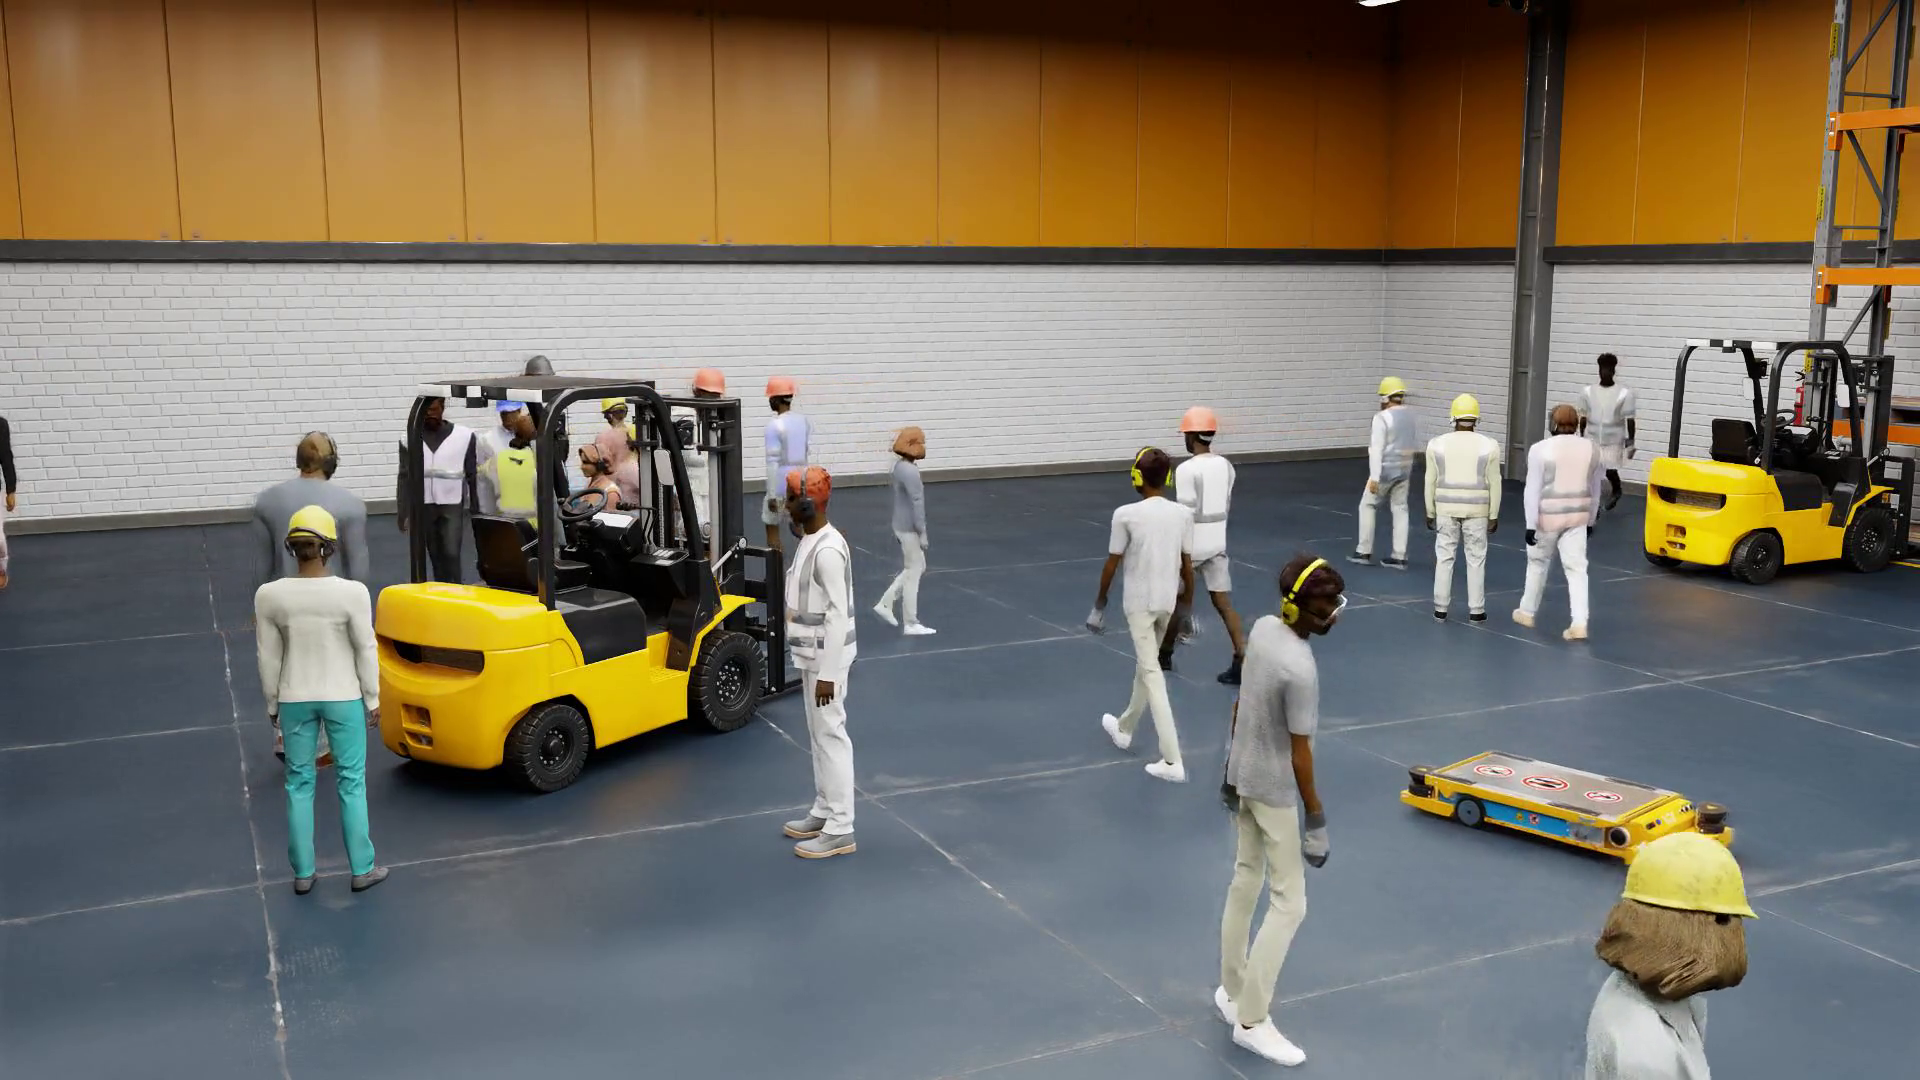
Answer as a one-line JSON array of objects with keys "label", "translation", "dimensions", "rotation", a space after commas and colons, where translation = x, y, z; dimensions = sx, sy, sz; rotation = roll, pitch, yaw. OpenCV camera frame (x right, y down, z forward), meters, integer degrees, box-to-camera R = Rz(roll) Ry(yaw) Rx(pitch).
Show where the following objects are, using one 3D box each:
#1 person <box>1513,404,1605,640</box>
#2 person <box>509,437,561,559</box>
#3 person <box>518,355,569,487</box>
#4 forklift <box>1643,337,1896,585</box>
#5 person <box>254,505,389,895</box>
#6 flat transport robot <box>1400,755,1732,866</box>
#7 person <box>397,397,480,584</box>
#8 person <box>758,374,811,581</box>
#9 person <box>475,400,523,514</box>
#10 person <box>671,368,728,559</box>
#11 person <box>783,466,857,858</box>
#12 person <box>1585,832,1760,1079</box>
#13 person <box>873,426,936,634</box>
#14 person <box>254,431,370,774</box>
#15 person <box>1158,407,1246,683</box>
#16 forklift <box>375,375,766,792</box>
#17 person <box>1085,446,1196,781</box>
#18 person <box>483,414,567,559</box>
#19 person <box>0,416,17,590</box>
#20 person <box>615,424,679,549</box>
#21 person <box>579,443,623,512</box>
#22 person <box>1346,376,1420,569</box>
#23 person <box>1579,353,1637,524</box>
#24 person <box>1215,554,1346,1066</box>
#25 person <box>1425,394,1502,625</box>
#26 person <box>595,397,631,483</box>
[{"label": "person", "translation": [4.624, -0.149, 12.798], "dimensions": [0.644, 1.793, 0.976], "rotation": [-1, 9, -5]}, {"label": "person", "translation": [-3.088, 0.073, 11.819], "dimensions": [0.876, 1.644, 0.540], "rotation": [-6, 11, -34]}, {"label": "person", "translation": [-4.161, -0.852, 16.370], "dimensions": [1.019, 2.000, 0.689], "rotation": [4, 10, 24]}, {"label": "forklift", "translation": [7.551, -0.789, 15.507], "dimensions": [2.313, 2.155, 1.214], "rotation": [-4, 10, -25]}, {"label": "person", "translation": [-2.866, 0.722, 7.480], "dimensions": [0.522, 1.761, 0.321], "rotation": [-1, 9, -4]}, {"label": "flat transport robot", "translation": [3.009, 1.326, 8.334], "dimensions": [0.652, 0.197, 1.431], "rotation": [-8, 12, -42]}, {"label": "person", "translation": [-4.106, -0.242, 13.027], "dimensions": [0.621, 1.890, 0.720], "rotation": [0, 9, -1]}, {"label": "person", "translation": [-1.466, -0.475, 14.411], "dimensions": [0.763, 1.920, 0.558], "rotation": [7, 11, 36]}, {"label": "person", "translation": [-3.504, -0.280, 13.190], "dimensions": [0.638, 1.922, 0.650], "rotation": [-1, 9, -9]}, {"label": "person", "translation": [-2.124, -0.422, 13.804], "dimensions": [0.639, 2.009, 0.546], "rotation": [-5, 10, -28]}, {"label": "person", "translation": [-0.674, 0.577, 7.987], "dimensions": [0.349, 1.882, 0.577], "rotation": [-2, 9, -13]}, {"label": "person", "translation": [1.402, 1.426, 3.245], "dimensions": [0.768, 1.701, 0.506], "rotation": [3, 10, 20]}, {"label": "person", "translation": [-0.393, -0.066, 12.791], "dimensions": [0.368, 1.623, 0.512], "rotation": [-2, 9, -12]}, {"label": "person", "translation": [-3.590, 0.353, 9.275], "dimensions": [0.632, 1.916, 0.426], "rotation": [2, 9, 12]}, {"label": "person", "translation": [1.672, 0.032, 11.387], "dimensions": [0.562, 1.890, 1.005], "rotation": [-7, 11, -37]}, {"label": "forklift", "translation": [-2.268, 0.149, 9.685], "dimensions": [1.214, 2.155, 2.313], "rotation": [6, 11, 32]}, {"label": "person", "translation": [1.007, 0.385, 9.369], "dimensions": [0.538, 1.819, 0.961], "rotation": [-5, 10, -28]}, {"label": "person", "translation": [-3.061, 0.018, 11.718], "dimensions": [0.635, 1.812, 0.825], "rotation": [2, 9, 13]}, {"label": "person", "translation": [-8.276, -0.430, 13.967], "dimensions": [0.625, 1.978, 0.662], "rotation": [-4, 10, -23]}, {"label": "person", "translation": [-2.269, -0.016, 12.215], "dimensions": [0.873, 1.715, 0.514], "rotation": [-5, 10, -27]}, {"label": "person", "translation": [-2.460, 0.147, 11.444], "dimensions": [0.311, 1.632, 0.515], "rotation": [-6, 11, -31]}, {"label": "person", "translation": [4.008, -0.645, 15.798], "dimensions": [0.631, 1.806, 0.721], "rotation": [-6, 11, -32]}, {"label": "person", "translation": [7.255, -1.148, 18.608], "dimensions": [0.615, 1.925, 0.758], "rotation": [6, 11, 32]}, {"label": "person", "translation": [1.126, 0.922, 6.044], "dimensions": [0.338, 1.832, 0.673], "rotation": [-2, 9, -12]}, {"label": "person", "translation": [3.993, -0.241, 13.210], "dimensions": [0.586, 1.837, 0.403], "rotation": [4, 10, 23]}, {"label": "person", "translation": [-2.960, -0.399, 14.441], "dimensions": [0.328, 1.760, 0.523], "rotation": [8, 12, 39]}]
